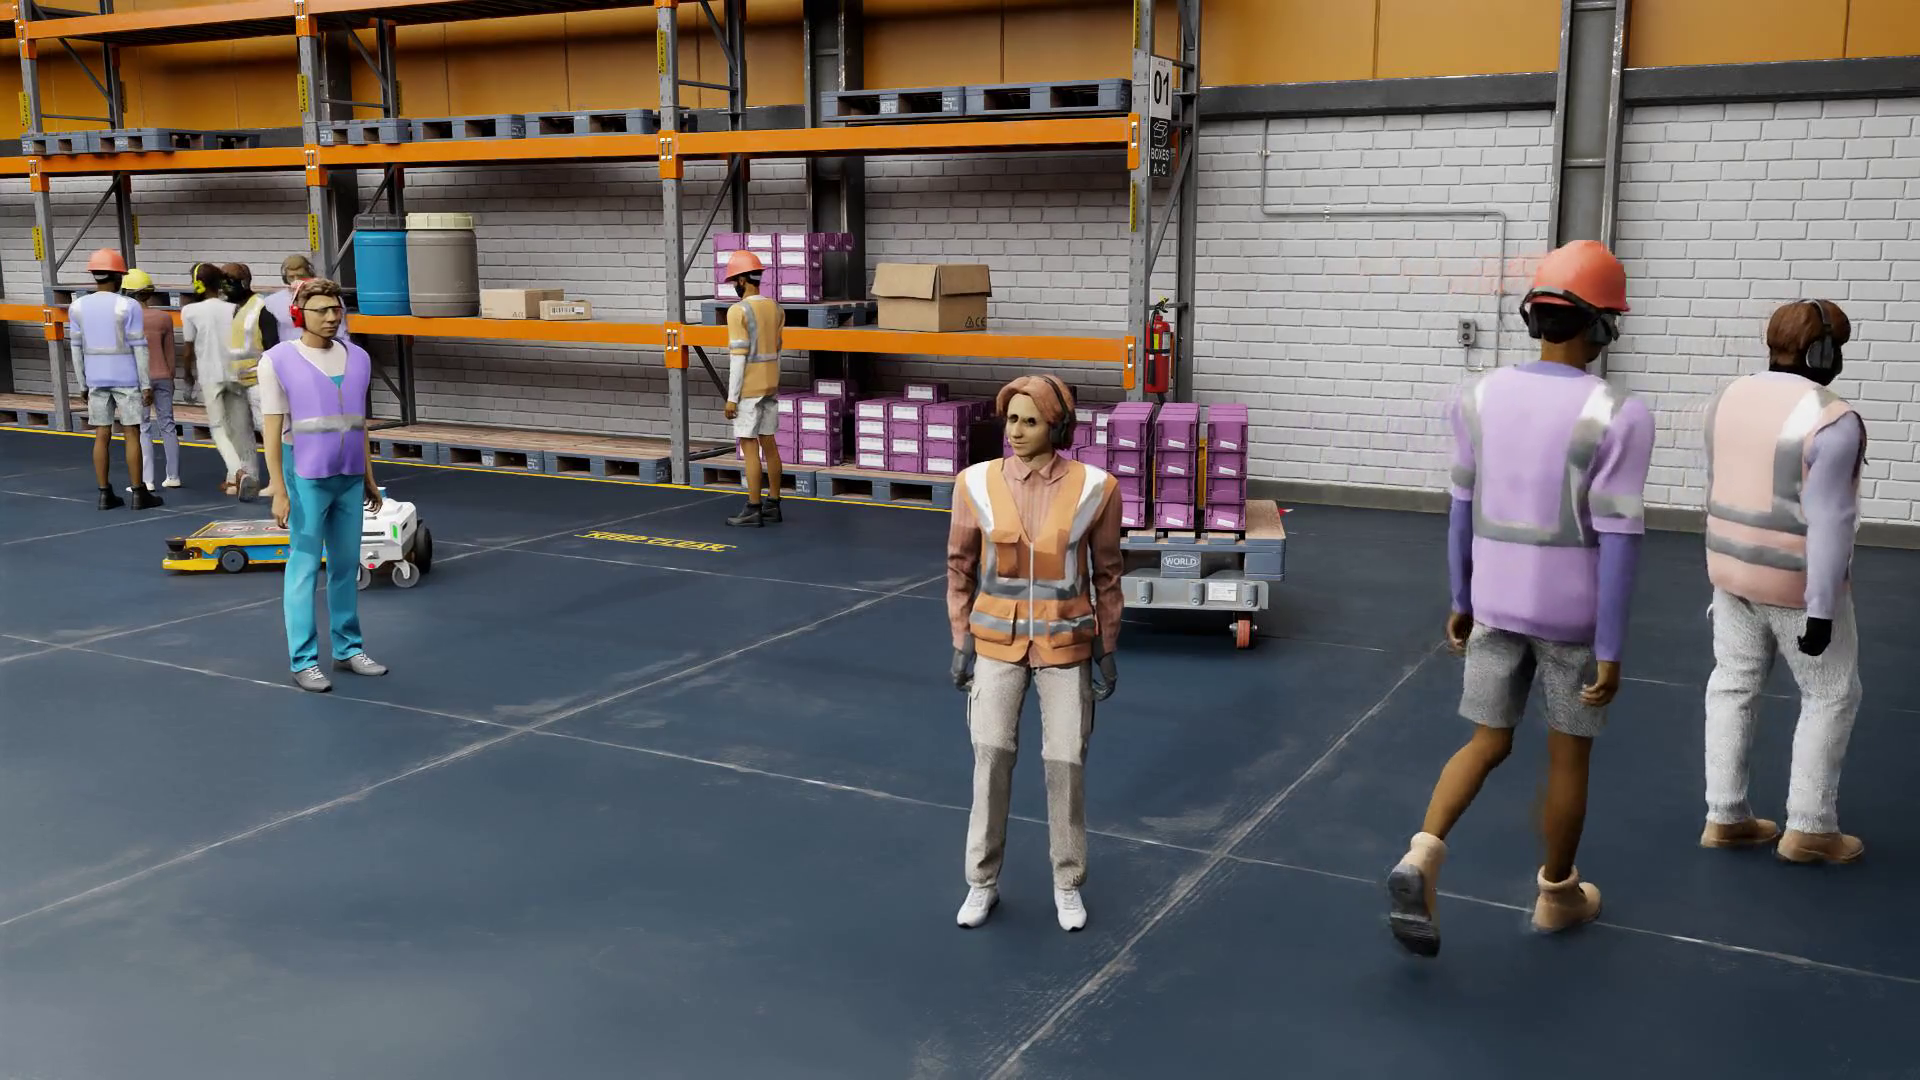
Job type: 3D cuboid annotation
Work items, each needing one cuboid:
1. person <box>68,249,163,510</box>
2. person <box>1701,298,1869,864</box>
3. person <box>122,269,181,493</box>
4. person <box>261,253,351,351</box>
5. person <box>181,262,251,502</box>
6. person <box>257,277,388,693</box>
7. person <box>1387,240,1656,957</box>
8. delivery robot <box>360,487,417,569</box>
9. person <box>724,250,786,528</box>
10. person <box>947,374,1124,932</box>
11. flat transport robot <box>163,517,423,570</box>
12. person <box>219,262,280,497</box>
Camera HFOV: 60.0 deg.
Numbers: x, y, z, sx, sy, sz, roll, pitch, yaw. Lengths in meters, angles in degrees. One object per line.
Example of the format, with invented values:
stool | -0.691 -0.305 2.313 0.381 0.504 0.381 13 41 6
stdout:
person | -6.271 -1.185 12.361 0.552 1.932 0.377 0 10 1
person | 2.699 0.136 5.410 0.532 1.832 0.642 -3 11 -18
person | -6.476 -1.261 13.230 0.304 1.772 0.526 6 12 28
person | -5.075 -1.274 12.949 0.687 1.896 0.673 -4 11 -21
person | -5.679 -1.215 12.833 0.826 1.841 0.500 8 13 39
person | -2.883 -0.256 7.511 0.372 1.843 0.570 6 12 29
person | 1.566 0.191 4.605 0.841 2.026 0.624 -9 14 -40
delivery robot | -3.409 -0.067 9.758 0.477 0.478 0.707 -2 11 -9
person | -1.456 -1.053 11.630 0.358 1.938 0.542 6 12 29
person | 0.218 0.333 4.855 0.514 1.636 0.315 1 10 7
flat transport robot | -4.120 0.011 10.365 1.431 0.197 0.652 -2 10 -10
person | -5.569 -1.246 12.991 0.625 1.831 0.430 4 11 20
